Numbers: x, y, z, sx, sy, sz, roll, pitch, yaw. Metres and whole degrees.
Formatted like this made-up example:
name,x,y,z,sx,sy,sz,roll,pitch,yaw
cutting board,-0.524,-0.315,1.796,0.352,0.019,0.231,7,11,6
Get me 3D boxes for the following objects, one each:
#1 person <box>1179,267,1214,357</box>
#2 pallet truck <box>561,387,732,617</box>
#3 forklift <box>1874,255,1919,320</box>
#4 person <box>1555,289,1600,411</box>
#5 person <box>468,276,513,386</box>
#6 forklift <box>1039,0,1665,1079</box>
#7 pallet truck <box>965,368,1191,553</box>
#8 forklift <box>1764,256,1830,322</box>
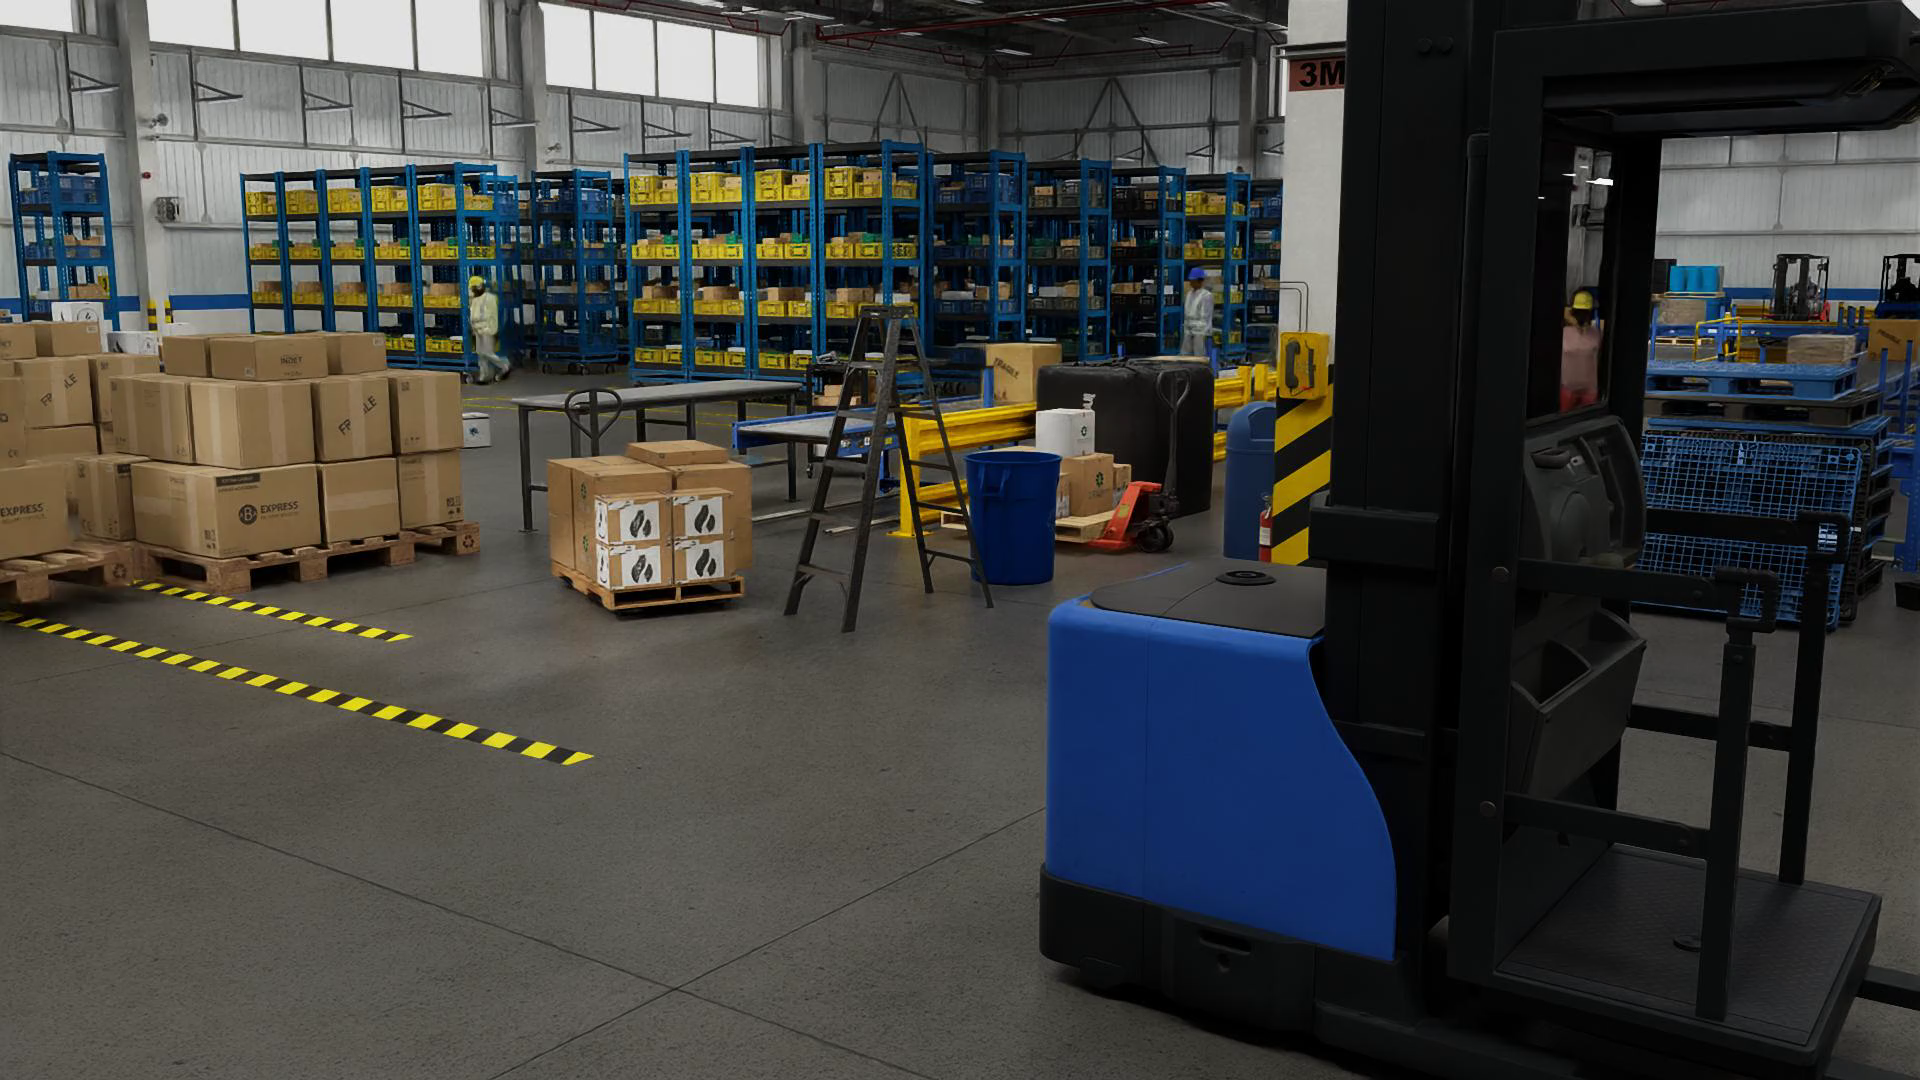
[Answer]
name,x,y,z,sx,sy,sz,roll,pitch,yaw
person,3.522,-3.081,24.700,0.458,1.933,0.634,-6,11,-31
pallet truck,-1.981,-0.274,10.088,0.680,1.201,1.601,-5,11,-28
forklift,22.089,-5.634,38.796,1.157,1.987,2.680,6,11,33
person,5.867,-1.506,15.833,0.544,1.754,0.364,4,10,24
person,-7.682,-3.396,27.040,0.625,1.791,0.570,9,13,44
forklift,1.249,-0.137,4.360,1.873,2.768,1.129,7,12,35
pallet truck,0.845,-0.609,11.869,1.630,1.274,0.653,7,12,35
forklift,20.253,-5.854,40.139,1.157,1.987,2.680,7,12,35
